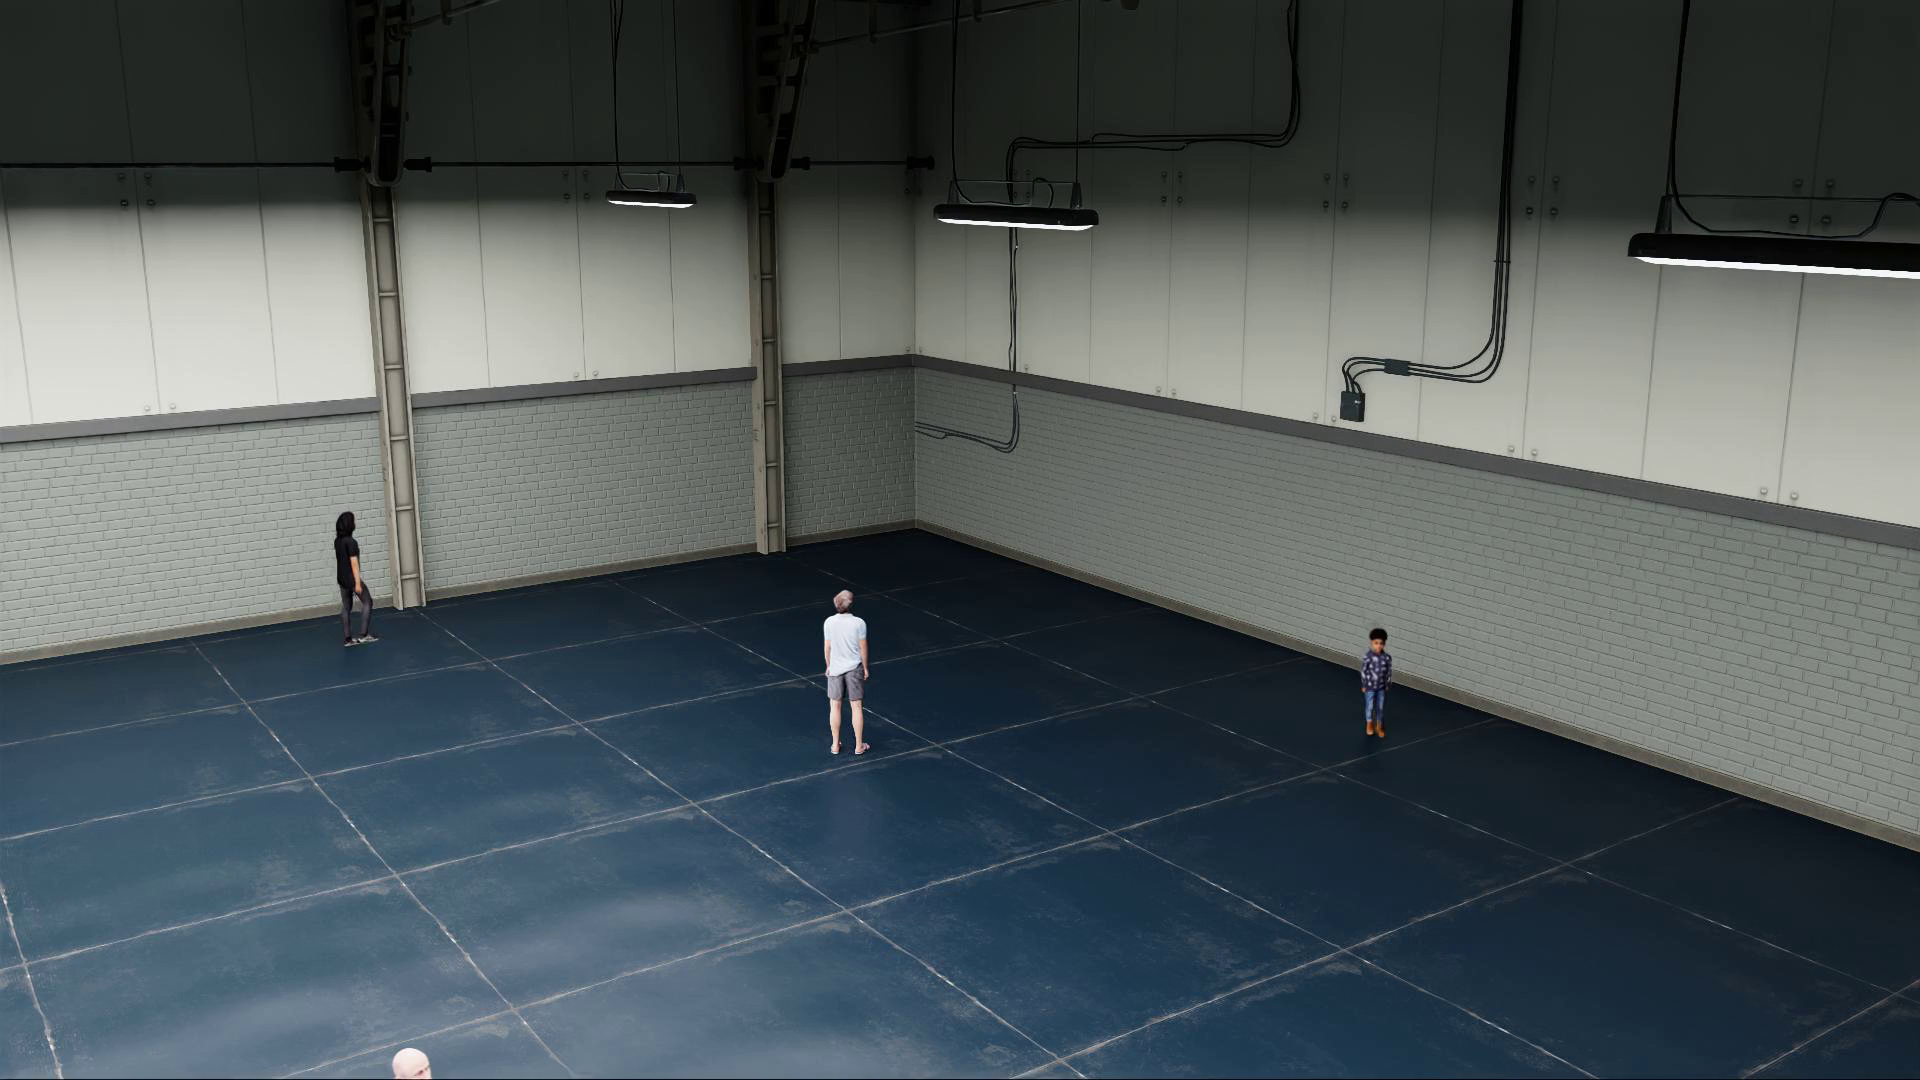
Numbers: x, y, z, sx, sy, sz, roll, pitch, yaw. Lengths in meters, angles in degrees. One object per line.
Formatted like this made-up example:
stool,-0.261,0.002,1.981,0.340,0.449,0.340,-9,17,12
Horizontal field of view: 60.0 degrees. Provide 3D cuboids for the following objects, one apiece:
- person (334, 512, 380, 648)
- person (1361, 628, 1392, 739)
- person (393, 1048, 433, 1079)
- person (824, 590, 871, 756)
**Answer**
person,-8.189,0.534,22.124,0.767,1.826,0.795,9,16,35
person,4.694,1.599,18.827,0.614,1.239,0.675,2,13,7
person,-2.933,3.573,8.981,0.833,1.834,0.732,4,14,18
person,-1.255,1.441,18.194,0.719,1.831,0.785,2,13,8
